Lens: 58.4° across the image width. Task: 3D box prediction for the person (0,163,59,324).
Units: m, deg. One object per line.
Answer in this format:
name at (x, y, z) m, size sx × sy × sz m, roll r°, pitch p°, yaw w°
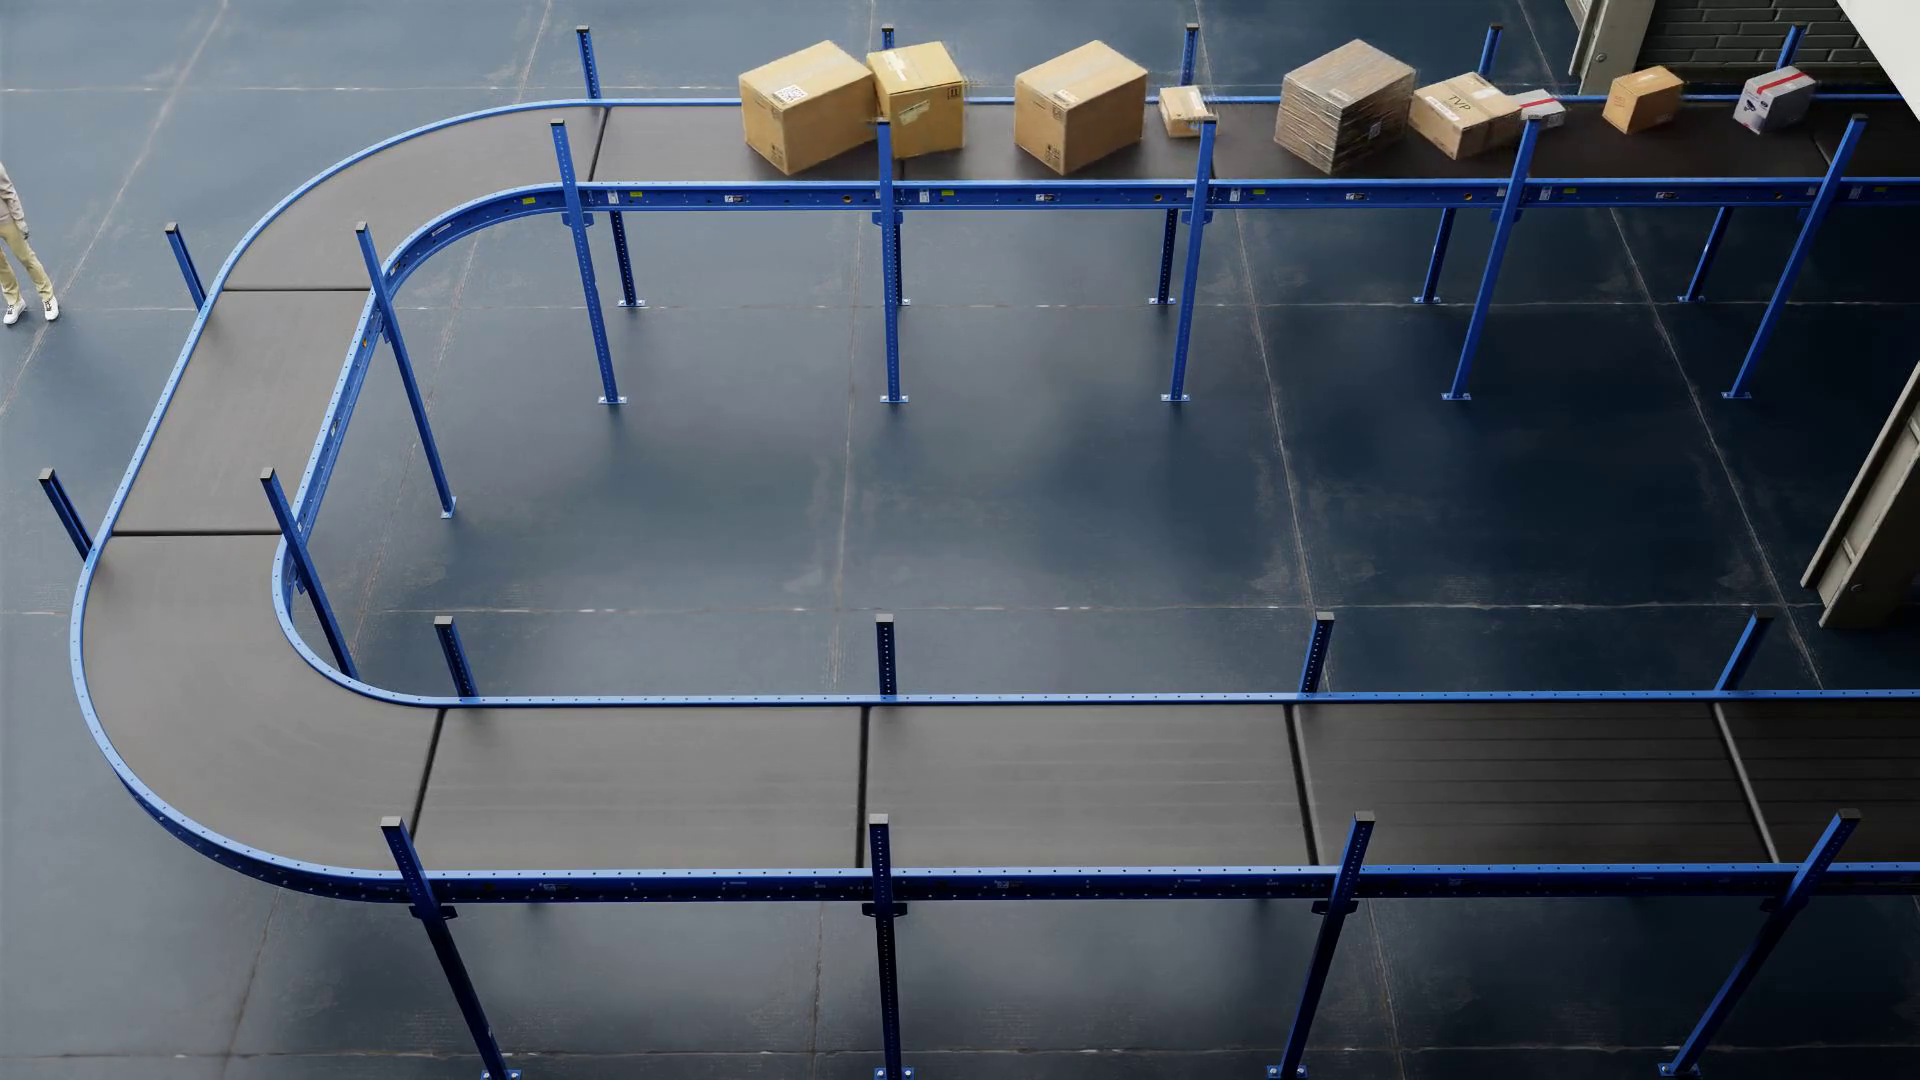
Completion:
person at (-6.915, -2.259, 12.265) m, size 0.502 × 1.636 × 0.280 m, roll -5°, pitch 47°, yaw -4°
